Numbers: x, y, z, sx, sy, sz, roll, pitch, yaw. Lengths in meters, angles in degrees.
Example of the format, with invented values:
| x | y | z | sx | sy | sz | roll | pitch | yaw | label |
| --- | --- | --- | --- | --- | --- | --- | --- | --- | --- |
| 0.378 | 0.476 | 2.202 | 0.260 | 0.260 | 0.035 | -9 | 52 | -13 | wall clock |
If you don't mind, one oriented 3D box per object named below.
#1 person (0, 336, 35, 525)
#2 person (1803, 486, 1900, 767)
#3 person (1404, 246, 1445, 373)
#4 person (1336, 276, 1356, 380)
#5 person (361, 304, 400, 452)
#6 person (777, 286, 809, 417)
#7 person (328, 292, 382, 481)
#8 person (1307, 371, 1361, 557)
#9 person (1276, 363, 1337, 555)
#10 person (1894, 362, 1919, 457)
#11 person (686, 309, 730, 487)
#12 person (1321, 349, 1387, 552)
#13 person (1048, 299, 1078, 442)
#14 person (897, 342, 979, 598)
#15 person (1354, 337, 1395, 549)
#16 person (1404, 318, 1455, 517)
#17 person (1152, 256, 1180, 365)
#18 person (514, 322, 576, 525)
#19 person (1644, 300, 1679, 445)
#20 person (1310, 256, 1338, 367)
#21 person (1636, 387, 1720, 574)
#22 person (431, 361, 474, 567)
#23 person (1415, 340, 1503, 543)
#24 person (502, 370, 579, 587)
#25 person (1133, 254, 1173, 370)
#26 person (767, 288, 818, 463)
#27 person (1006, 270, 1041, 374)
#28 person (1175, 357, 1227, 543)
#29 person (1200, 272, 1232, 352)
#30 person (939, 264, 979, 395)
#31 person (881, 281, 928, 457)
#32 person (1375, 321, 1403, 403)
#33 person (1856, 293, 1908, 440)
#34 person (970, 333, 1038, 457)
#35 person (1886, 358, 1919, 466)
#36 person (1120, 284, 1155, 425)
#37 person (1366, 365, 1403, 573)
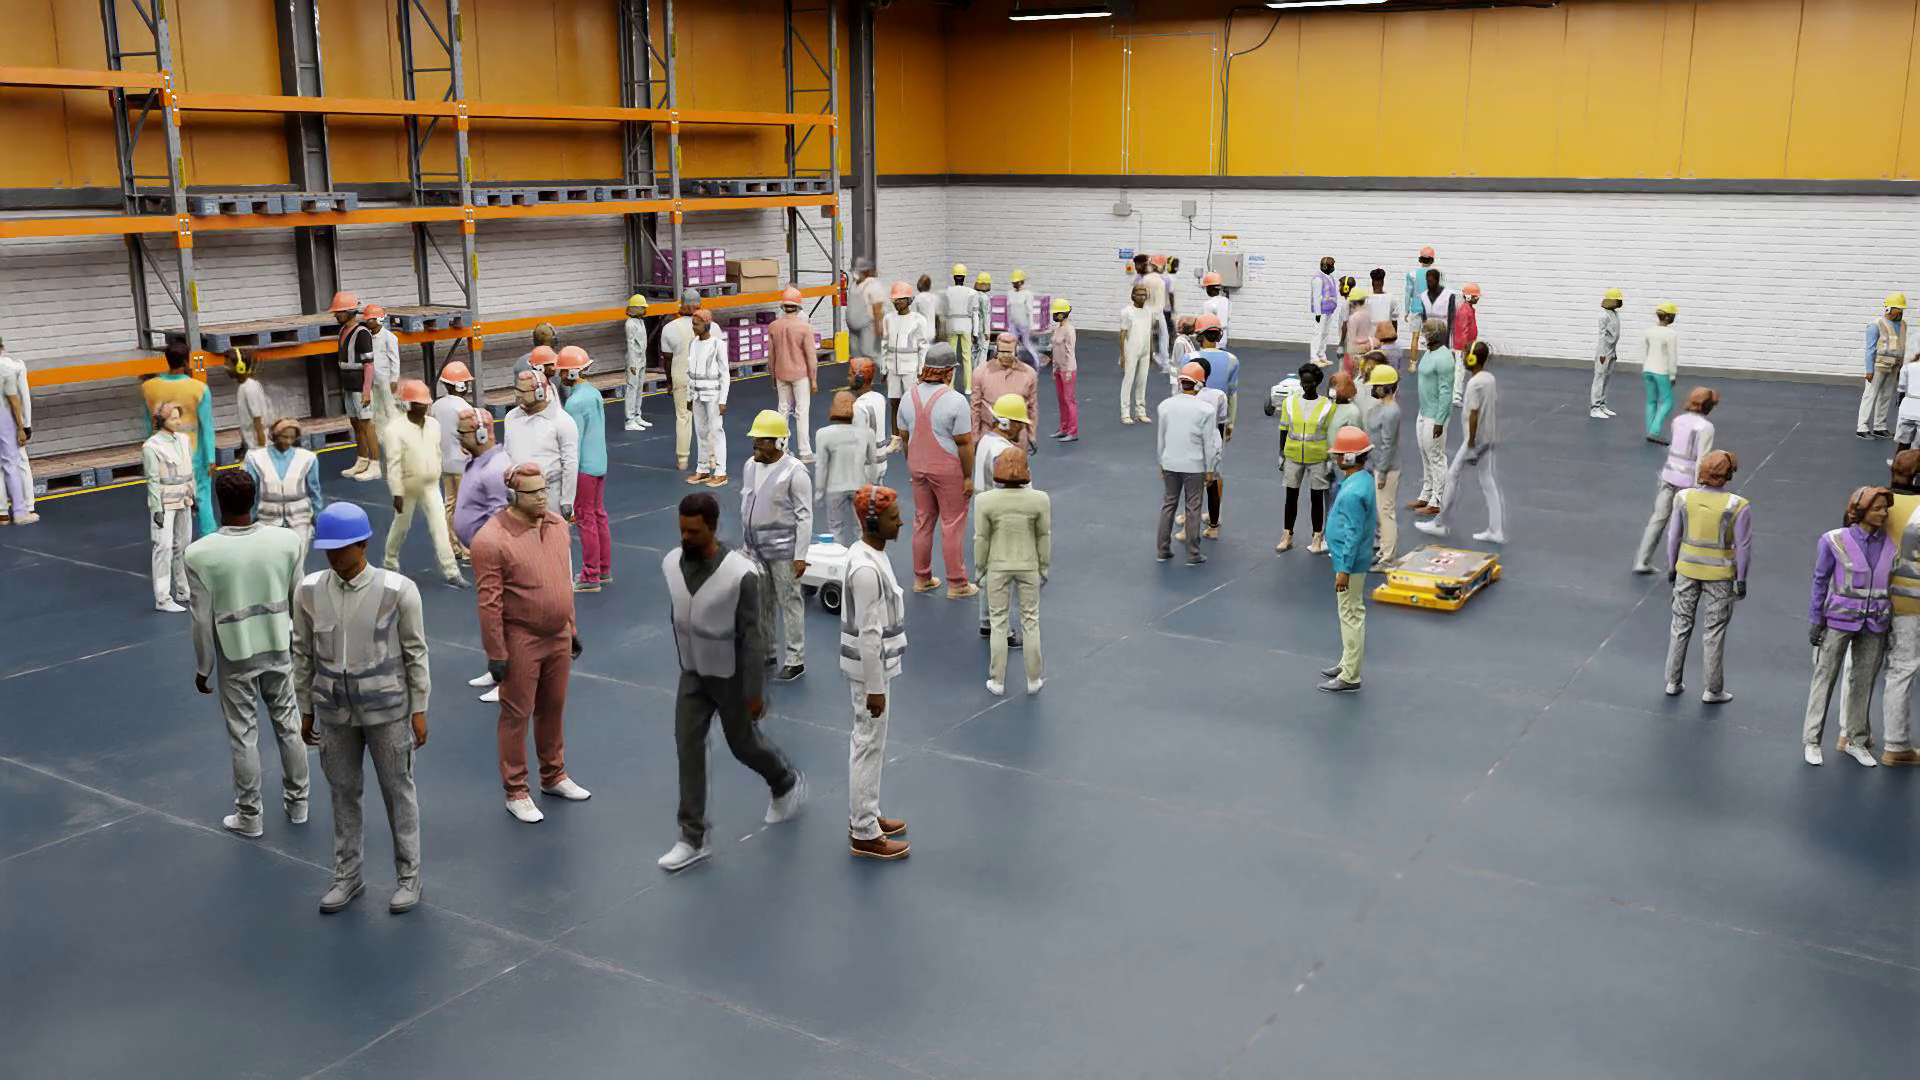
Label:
| x | y | z | sx | sy | sz | roll | pitch | yaw | label |
| --- | --- | --- | --- | --- | --- | --- | --- | --- | --- |
| -9.153 | -1.086 | 15.864 | 0.355 | 1.883 | 0.575 | 9 | 16 | 35 | person |
| 5.128 | 0.495 | 9.539 | 0.523 | 1.640 | 0.306 | 1 | 13 | 4 | person |
| 7.513 | -3.725 | 26.958 | 0.608 | 2.045 | 0.392 | 4 | 14 | 17 | person |
| 5.322 | -2.700 | 22.942 | 0.332 | 1.856 | 0.496 | 6 | 14 | 24 | person |
| -6.913 | -1.928 | 19.796 | 0.572 | 1.750 | 0.331 | 8 | 15 | 31 | person |
| -2.280 | -2.542 | 22.448 | 0.572 | 1.755 | 0.319 | 10 | 17 | 38 | person |
| -6.558 | -1.657 | 17.993 | 0.388 | 2.039 | 0.615 | -12 | 17 | -41 | person |
| 3.308 | -0.671 | 14.603 | 0.286 | 1.636 | 0.500 | -6 | 14 | -23 | person |
| 3.055 | -0.716 | 14.667 | 0.532 | 1.696 | 0.319 | 6 | 14 | 23 | person |
| 9.827 | -1.248 | 17.000 | 0.322 | 1.686 | 0.540 | -7 | 15 | -28 | person |
| -2.700 | -1.510 | 17.703 | 0.584 | 1.879 | 0.339 | 10 | 16 | 38 | person |
| 3.442 | -0.761 | 14.550 | 0.443 | 1.845 | 0.598 | -9 | 16 | -33 | person |
| 1.259 | -2.094 | 20.517 | 0.349 | 1.758 | 0.521 | -5 | 14 | -19 | person |
| -0.130 | -0.564 | 13.252 | 0.684 | 2.000 | 0.538 | 10 | 16 | 36 | person |
| 3.616 | -0.864 | 14.851 | 0.402 | 1.904 | 0.652 | -1 | 13 | -5 | person |
| 4.610 | -1.196 | 16.214 | 0.353 | 1.939 | 0.634 | 0 | 13 | 0 | person |
| 3.458 | -3.867 | 28.026 | 0.567 | 1.842 | 0.582 | -4 | 14 | -16 | person |
| -3.883 | -1.086 | 15.736 | 0.635 | 1.938 | 0.351 | 4 | 13 | 15 | person |
| 8.558 | -2.041 | 20.283 | 0.387 | 1.760 | 0.551 | -4 | 14 | -18 | person |
| 6.086 | -3.818 | 27.829 | 0.429 | 1.835 | 0.629 | 9 | 16 | 33 | person |
| 6.084 | -0.477 | 13.842 | 0.839 | 1.595 | 0.586 | -3 | 13 | -11 | person |
| -4.275 | -0.655 | 14.268 | 0.572 | 1.753 | 0.336 | 11 | 17 | 39 | person |
| 4.626 | -0.907 | 15.202 | 0.908 | 1.834 | 0.537 | 12 | 18 | 43 | person |
| -3.185 | -0.331 | 12.542 | 0.643 | 1.905 | 0.410 | 5 | 14 | 20 | person |
| 3.191 | -3.767 | 27.427 | 0.820 | 1.921 | 0.619 | -9 | 16 | -35 | person |
| -1.899 | -1.876 | 19.045 | 0.622 | 1.993 | 0.384 | 6 | 14 | 25 | person |
| 0.982 | -3.425 | 26.333 | 0.534 | 1.725 | 0.814 | 9 | 16 | 35 | person |
| 2.171 | -0.811 | 15.083 | 0.529 | 1.694 | 0.321 | -5 | 14 | -22 | person |
| 3.430 | -2.660 | 22.566 | 0.361 | 1.939 | 0.542 | 13 | 18 | 43 | person |
| -0.020 | -3.091 | 24.493 | 0.589 | 1.919 | 0.397 | -1 | 13 | -3 | person |
| -0.668 | -1.990 | 19.429 | 0.605 | 2.045 | 0.376 | 7 | 15 | 28 | person |
| 4.852 | -1.686 | 19.011 | 0.498 | 1.633 | 0.281 | -12 | 17 | -41 | person |
| 11.458 | -2.145 | 20.601 | 0.591 | 1.823 | 0.404 | -5 | 14 | -21 | person |
| 0.404 | -0.943 | 15.206 | 0.636 | 1.902 | 0.405 | -2 | 13 | -7 | person |
| 10.501 | -1.532 | 18.169 | 0.496 | 1.712 | 0.770 | -7 | 15 | -28 | person |
| 2.322 | -2.429 | 21.768 | 0.520 | 1.844 | 0.330 | -7 | 15 | -27 | person |
| 3.557 | -0.600 | 14.032 | 0.335 | 1.759 | 0.515 | 3 | 13 | 11 | person |
